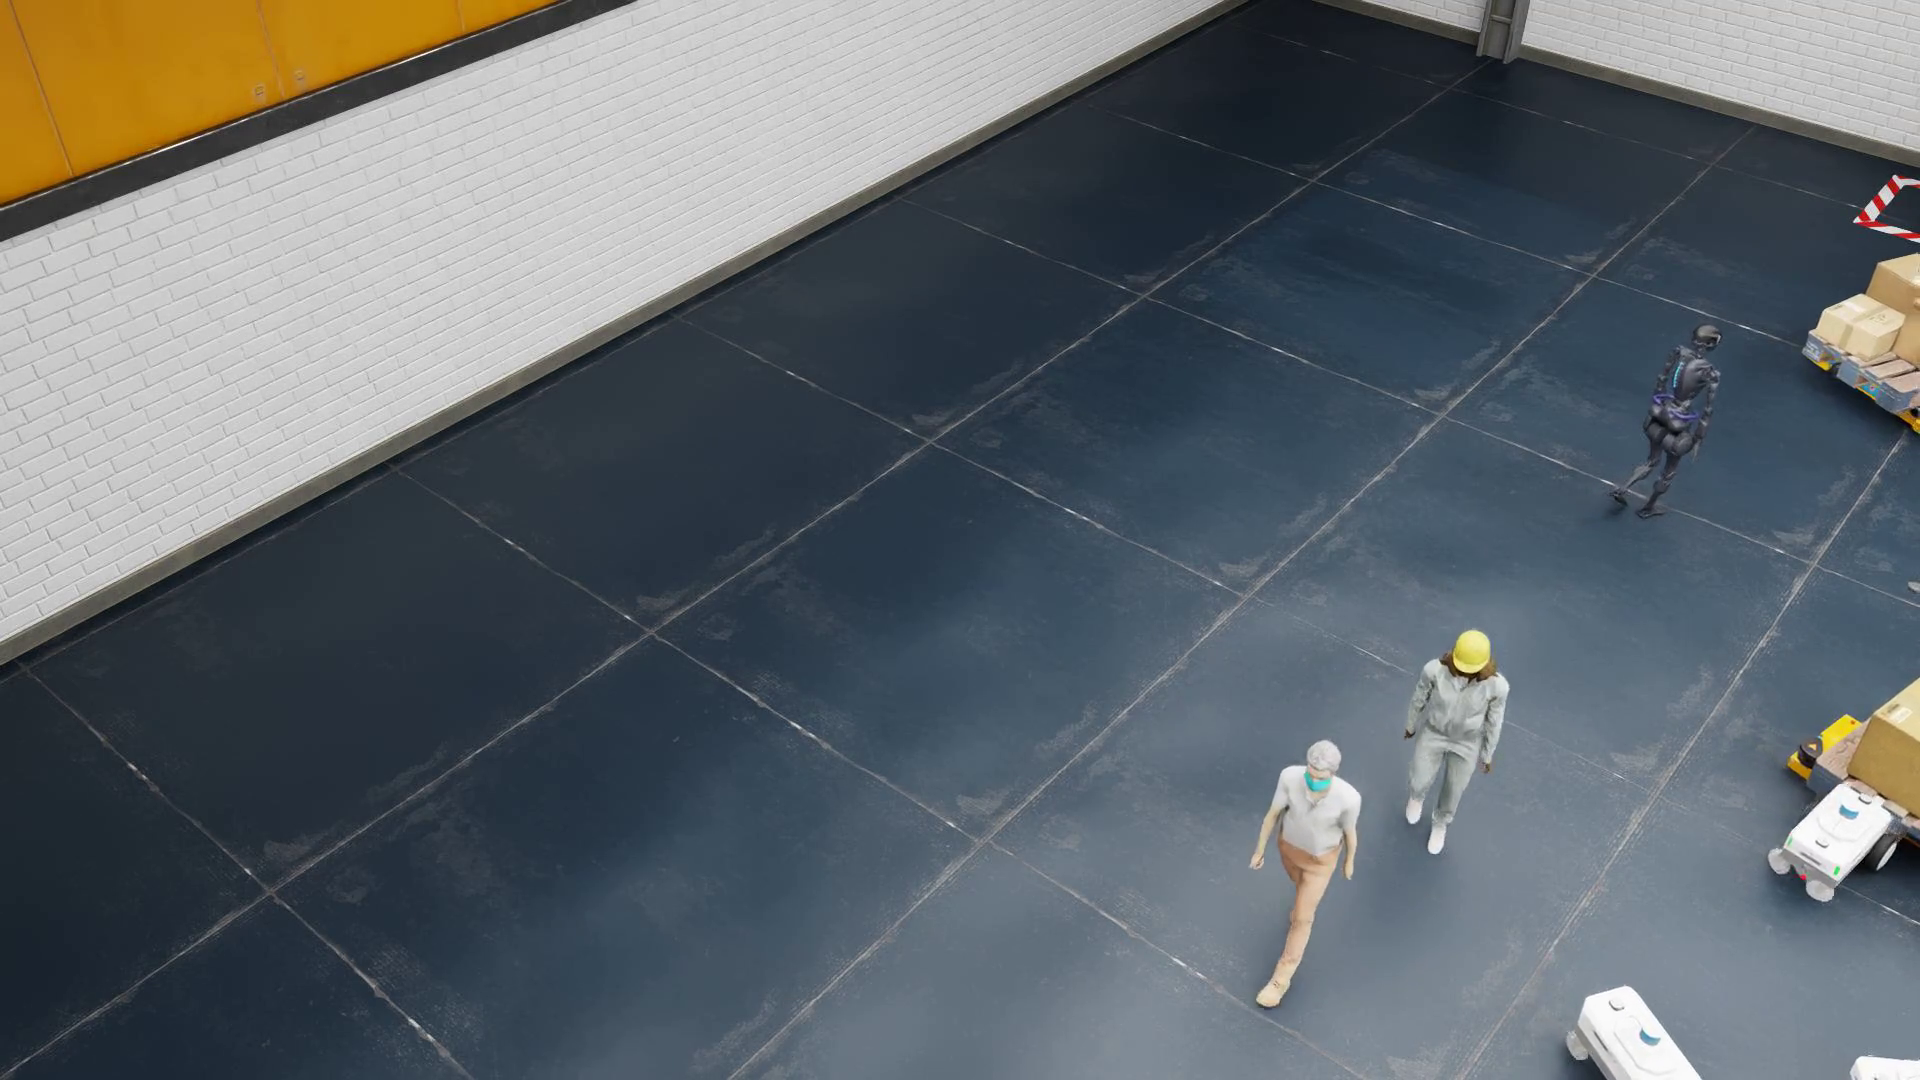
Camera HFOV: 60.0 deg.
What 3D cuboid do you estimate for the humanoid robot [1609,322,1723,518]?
[{"bbox_3d":[5.197,-0.845,12.216,0.480,1.630,0.590,-14,41,-17],"label":"humanoid robot"}]

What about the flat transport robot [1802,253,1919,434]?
[{"bbox_3d":[7.861,-1.340,13.950,0.659,0.231,1.431,-14,41,-17],"label":"flat transport robot"}]

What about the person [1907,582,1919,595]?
[{"bbox_3d":[7.265,-0.199,11.310,0.863,1.810,0.569,25,45,27],"label":"person"}]

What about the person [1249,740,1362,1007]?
[{"bbox_3d":[1.889,1.686,9.056,0.503,1.697,0.923,22,44,25],"label":"person"}]

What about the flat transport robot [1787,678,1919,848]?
[{"bbox_3d":[5.966,1.616,10.280,0.659,0.231,1.431,-25,45,-28],"label":"flat transport robot"}]

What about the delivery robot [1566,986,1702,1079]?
[{"bbox_3d":[3.540,2.725,8.662,0.499,0.577,0.769,-11,40,-13],"label":"delivery robot"}]

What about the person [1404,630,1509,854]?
[{"bbox_3d":[2.852,1.163,9.678,0.515,1.724,0.386,11,40,14],"label":"person"}]

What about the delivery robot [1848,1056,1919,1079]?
[{"bbox_3d":[4.945,2.871,8.489,0.759,0.588,0.522,4,39,5],"label":"delivery robot"}]

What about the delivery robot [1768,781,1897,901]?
[{"bbox_3d":[5.210,1.759,9.882,0.774,0.603,0.510,-28,47,-31],"label":"delivery robot"}]
